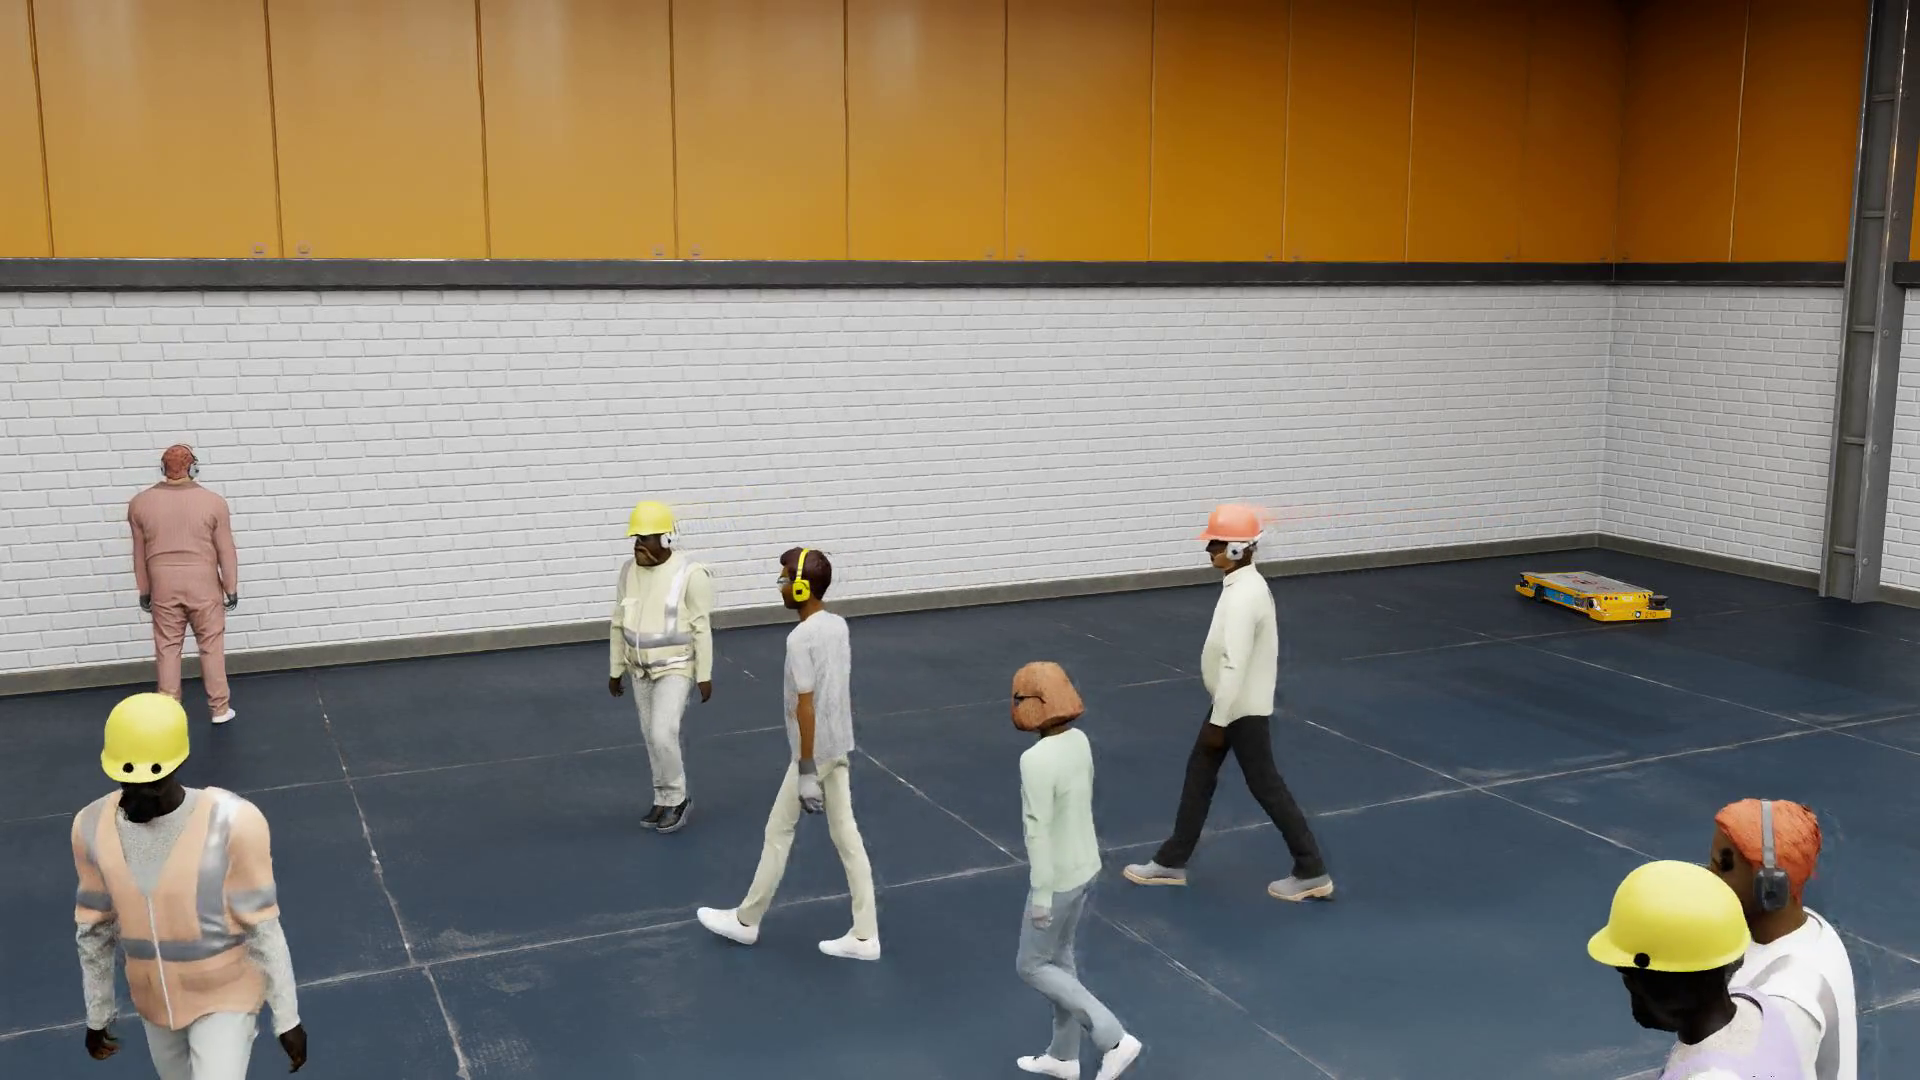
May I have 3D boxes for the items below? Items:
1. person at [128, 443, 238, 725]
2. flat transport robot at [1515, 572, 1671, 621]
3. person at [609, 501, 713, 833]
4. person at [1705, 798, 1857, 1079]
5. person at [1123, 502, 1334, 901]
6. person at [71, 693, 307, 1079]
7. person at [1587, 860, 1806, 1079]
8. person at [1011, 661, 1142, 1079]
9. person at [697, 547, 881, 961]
[{"bbox_3d":[-5.143,0.309,11.083,0.645,1.906,0.402,-2,9,-11],"label":"person"},{"bbox_3d":[5.691,0.489,15.010,0.652,0.197,1.431,-2,9,-12],"label":"flat transport robot"},{"bbox_3d":[-1.652,0.690,8.985,0.616,1.811,0.496,5,11,29],"label":"person"},{"bbox_3d":[1.828,1.497,3.833,0.450,1.871,0.575,6,11,34],"label":"person"},{"bbox_3d":[1.353,0.784,8.015,1.016,1.947,0.633,1,9,8],"label":"person"},{"bbox_3d":[-2.220,1.334,4.783,0.695,1.877,0.792,1,9,9],"label":"person"},{"bbox_3d":[1.584,1.566,3.317,0.699,1.893,0.618,7,11,35],"label":"person"},{"bbox_3d":[0.415,1.252,6.112,0.473,1.612,0.525,4,10,26],"label":"person"},{"bbox_3d":[-0.744,0.943,7.374,0.926,1.821,0.562,4,10,24],"label":"person"}]
